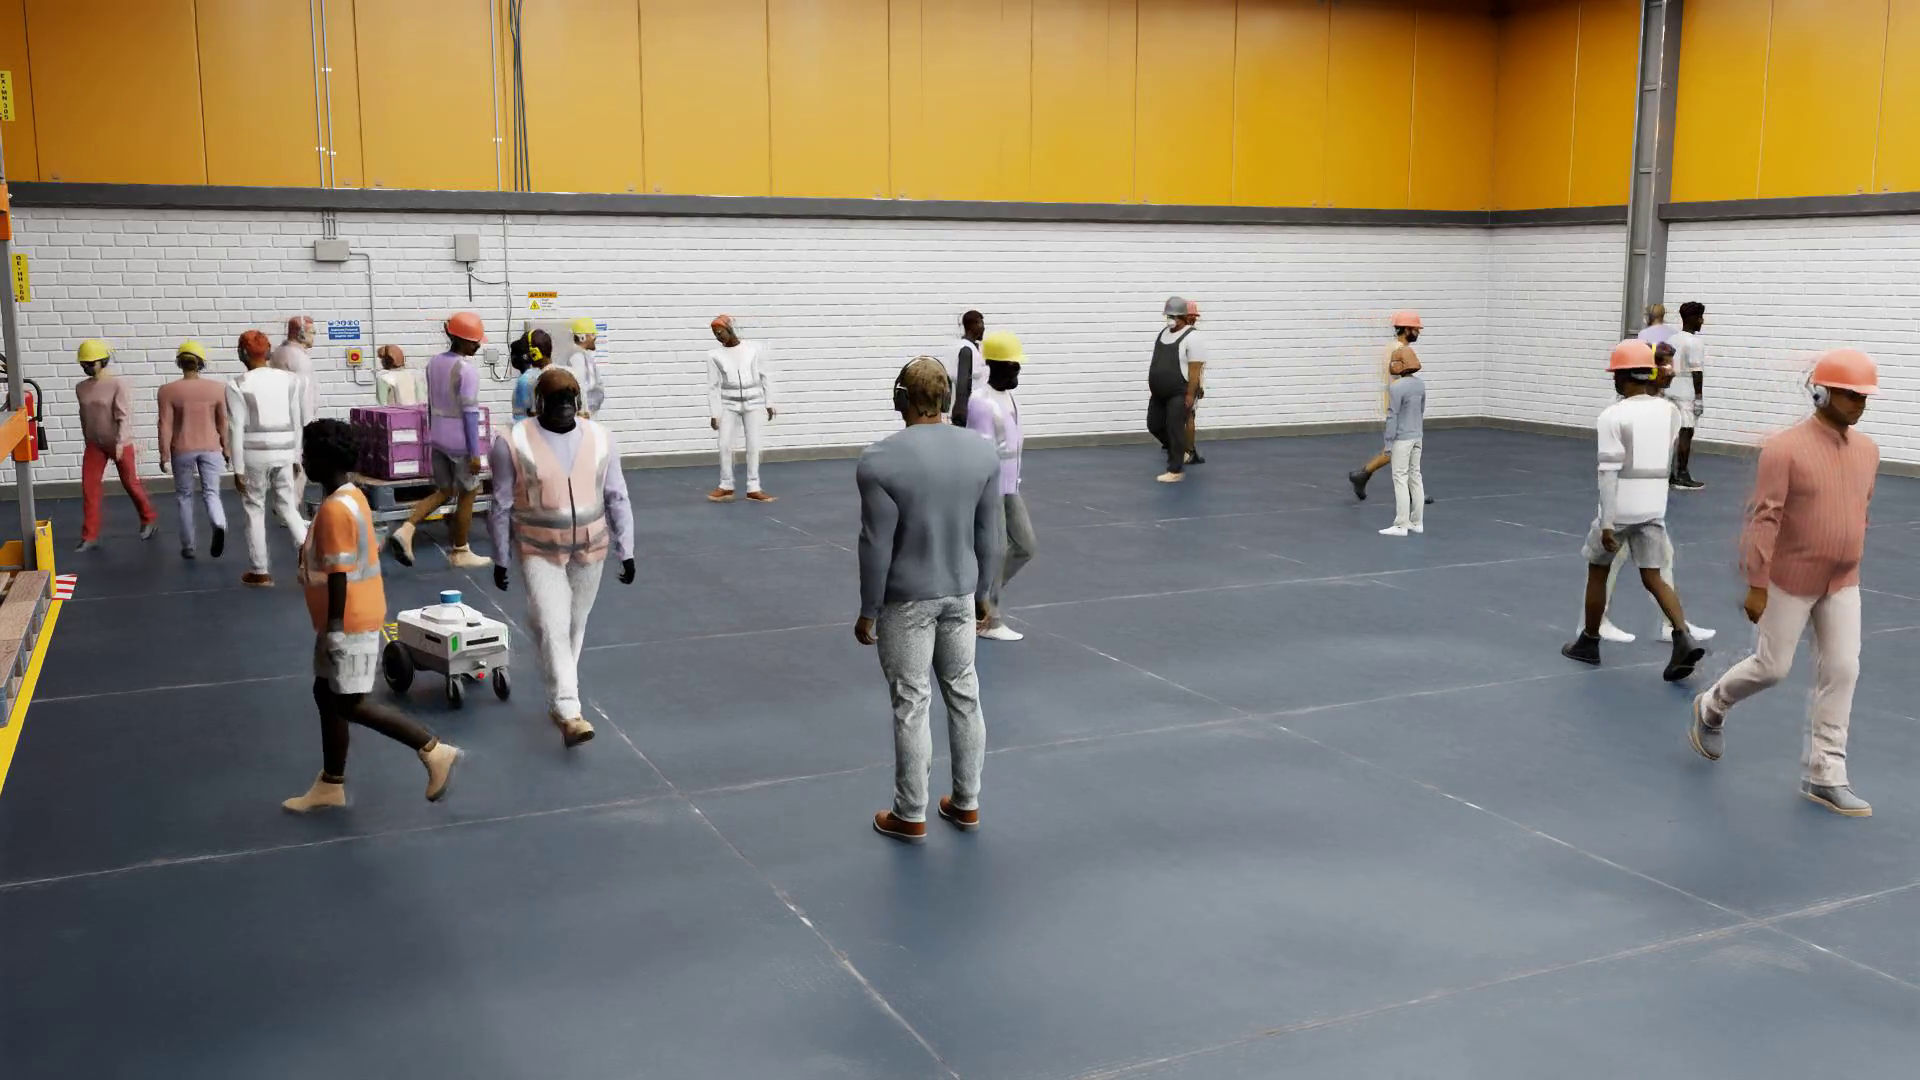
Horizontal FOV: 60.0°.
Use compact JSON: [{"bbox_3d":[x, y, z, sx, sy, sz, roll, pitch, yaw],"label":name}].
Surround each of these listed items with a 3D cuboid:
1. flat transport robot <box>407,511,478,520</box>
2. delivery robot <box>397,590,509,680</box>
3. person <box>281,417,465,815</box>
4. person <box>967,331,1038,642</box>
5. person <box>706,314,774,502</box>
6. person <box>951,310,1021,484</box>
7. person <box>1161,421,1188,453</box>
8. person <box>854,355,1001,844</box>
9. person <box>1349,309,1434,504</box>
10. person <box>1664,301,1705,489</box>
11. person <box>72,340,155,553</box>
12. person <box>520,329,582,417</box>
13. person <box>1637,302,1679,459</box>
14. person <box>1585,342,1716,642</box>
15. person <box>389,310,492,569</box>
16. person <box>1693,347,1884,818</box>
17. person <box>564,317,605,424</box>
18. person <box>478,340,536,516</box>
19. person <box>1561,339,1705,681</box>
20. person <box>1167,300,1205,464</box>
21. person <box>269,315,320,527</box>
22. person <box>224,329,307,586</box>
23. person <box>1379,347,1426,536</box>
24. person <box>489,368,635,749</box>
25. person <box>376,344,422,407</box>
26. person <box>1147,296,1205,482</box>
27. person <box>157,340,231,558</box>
[{"bbox_3d":[-4.595,-0.375,15.583,1.431,0.197,0.652,-8,12,-40],"label":"flat transport robot"},{"bbox_3d":[-2.718,0.514,8.900,0.477,0.478,0.707,-8,12,-42],"label":"delivery robot"},{"bbox_3d":[-2.473,0.324,6.894,0.667,1.673,0.537,-3,10,-16],"label":"person"},{"bbox_3d":[0.251,-0.321,10.167,0.416,1.909,0.617,4,10,22],"label":"person"},{"bbox_3d":[-2.157,-1.284,16.358,0.664,1.856,0.343,-1,9,-8],"label":"person"},{"bbox_3d":[0.112,-1.473,17.463,0.999,1.865,0.611,0,9,1],"label":"person"},{"bbox_3d":[2.717,-1.985,20.756,0.403,1.827,0.599,-3,10,-20],"label":"person"},{"bbox_3d":[-0.135,0.239,6.619,0.627,1.941,0.370,-5,11,-30],"label":"person"},{"bbox_3d":[4.229,-1.285,16.161,0.754,1.914,0.560,2,9,12],"label":"person"},{"bbox_3d":[7.583,-1.514,17.407,0.363,1.965,0.608,-2,9,-10],"label":"person"},{"bbox_3d":[-7.022,-0.795,13.758,0.524,1.730,0.889,1,9,7],"label":"person"},{"bbox_3d":[-3.002,-0.663,12.483,0.463,1.845,0.574,4,10,26],"label":"person"},{"bbox_3d":[8.278,-1.868,19.777,0.641,1.924,0.786,-6,11,-31],"label":"person"},{"bbox_3d":[4.219,-0.263,10.025,0.847,1.836,0.562,5,10,28],"label":"person"},{"bbox_3d":[-3.858,-0.719,12.426,0.647,1.994,0.750,8,12,41],"label":"person"},{"bbox_3d":[3.611,0.137,7.198,0.621,1.963,0.888,-3,10,-16],"label":"person"},{"bbox_3d":[-3.924,-1.383,17.072,0.649,1.814,0.604,-1,9,-6],"label":"person"},{"bbox_3d":[-3.937,-0.995,15.145,0.871,1.645,0.543,-1,9,-5],"label":"person"},{"bbox_3d":[3.810,-0.173,9.316,0.533,1.901,0.906,-2,9,-14],"label":"person"},{"bbox_3d":[2.655,-1.862,19.669,0.546,1.934,0.376,8,12,39],"label":"person"},{"bbox_3d":[-5.872,-1.048,14.756,0.400,1.885,0.681,-7,12,-37],"label":"person"},{"bbox_3d":[-4.904,-0.566,11.844,0.698,1.864,0.584,8,12,41],"label":"person"},{"bbox_3d":[3.832,-0.850,14.354,0.497,1.626,0.288,-9,13,-44],"label":"person"},{"bbox_3d":[-1.865,0.085,7.988,0.659,1.798,0.919,-6,11,-32],"label":"person"},{"bbox_3d":[-5.013,-0.983,15.212,0.637,1.612,0.547,4,10,22],"label":"person"},{"bbox_3d":[2.304,-1.636,17.933,0.563,2.000,0.705,-6,11,-33],"label":"person"},{"bbox_3d":[-5.977,-0.697,13.022,0.532,1.738,0.663,-6,11,-34],"label":"person"}]
